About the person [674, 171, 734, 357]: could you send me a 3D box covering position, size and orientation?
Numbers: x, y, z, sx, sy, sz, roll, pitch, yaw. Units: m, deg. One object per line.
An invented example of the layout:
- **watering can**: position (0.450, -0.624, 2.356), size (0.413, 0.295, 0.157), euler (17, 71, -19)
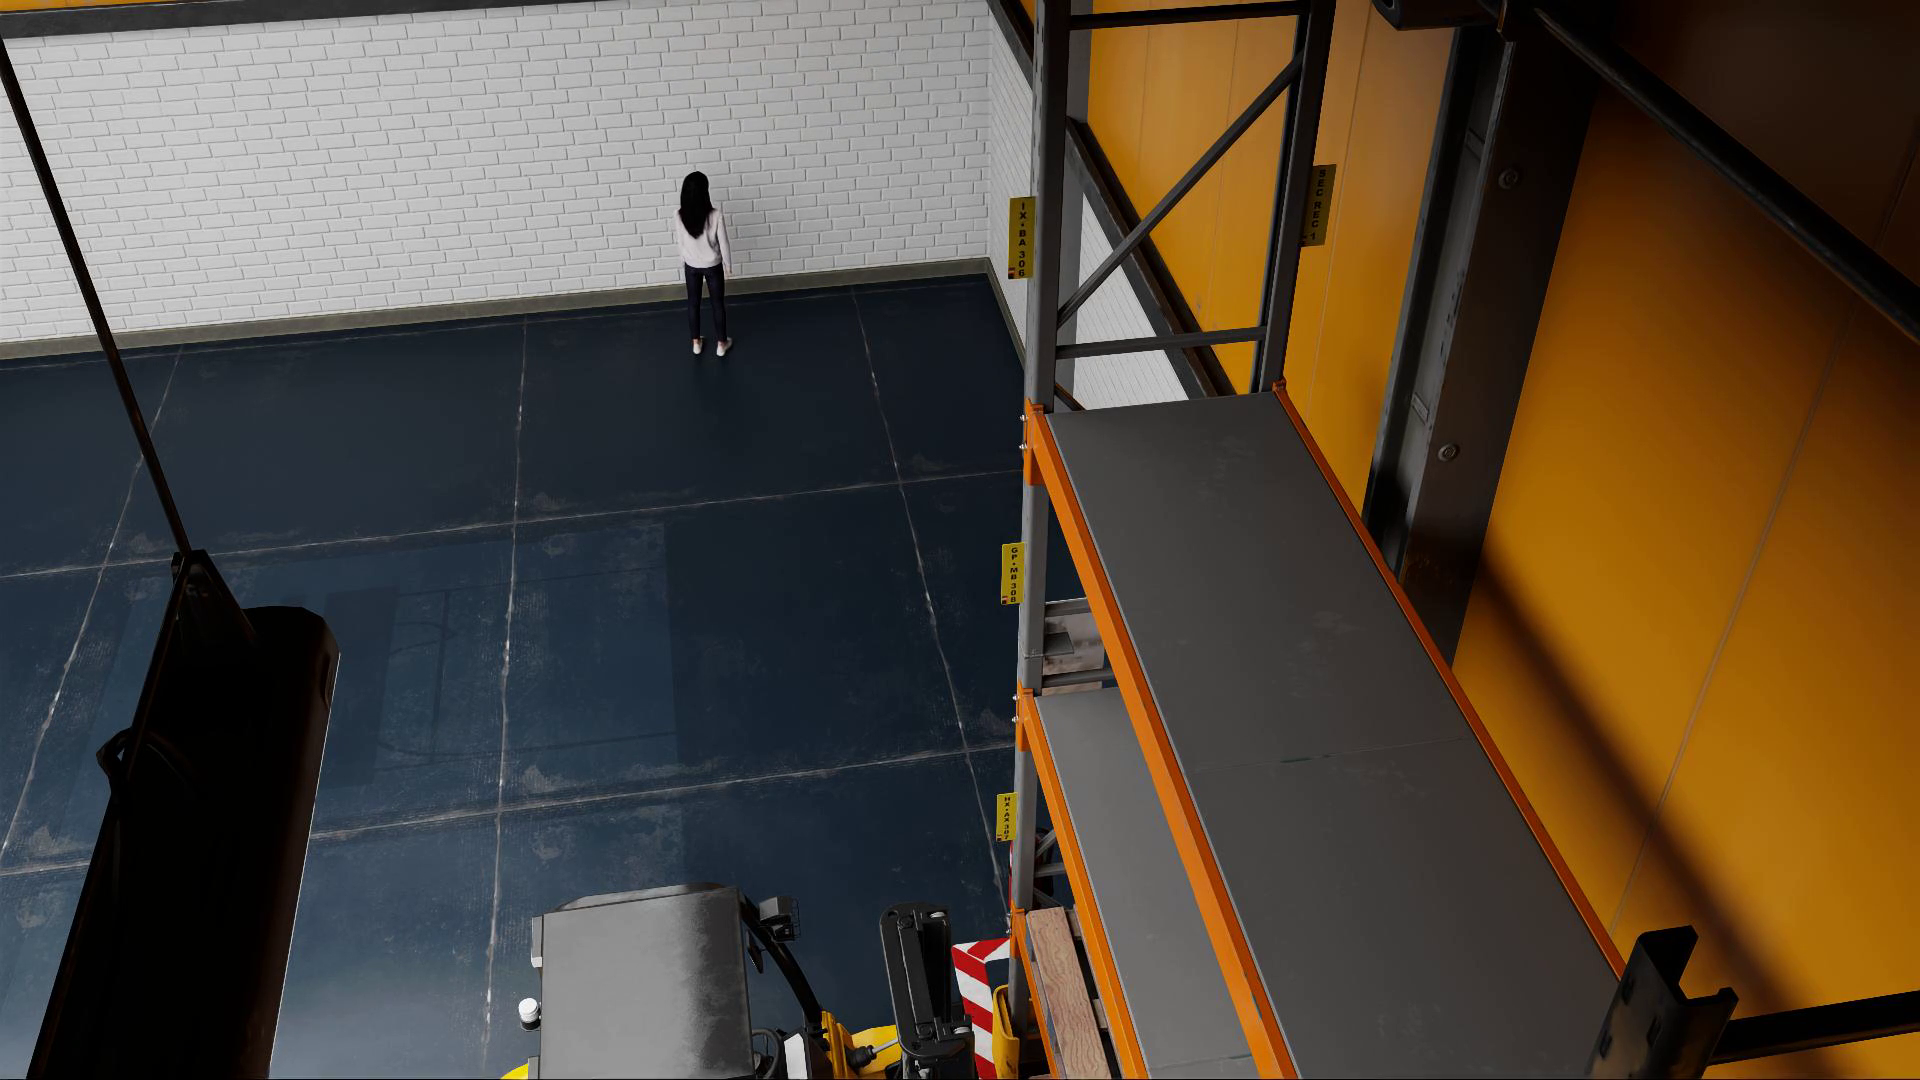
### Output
- **person**: position (-2.202, -2.362, 14.234), size (0.671, 1.700, 0.643), euler (5, 39, 6)
